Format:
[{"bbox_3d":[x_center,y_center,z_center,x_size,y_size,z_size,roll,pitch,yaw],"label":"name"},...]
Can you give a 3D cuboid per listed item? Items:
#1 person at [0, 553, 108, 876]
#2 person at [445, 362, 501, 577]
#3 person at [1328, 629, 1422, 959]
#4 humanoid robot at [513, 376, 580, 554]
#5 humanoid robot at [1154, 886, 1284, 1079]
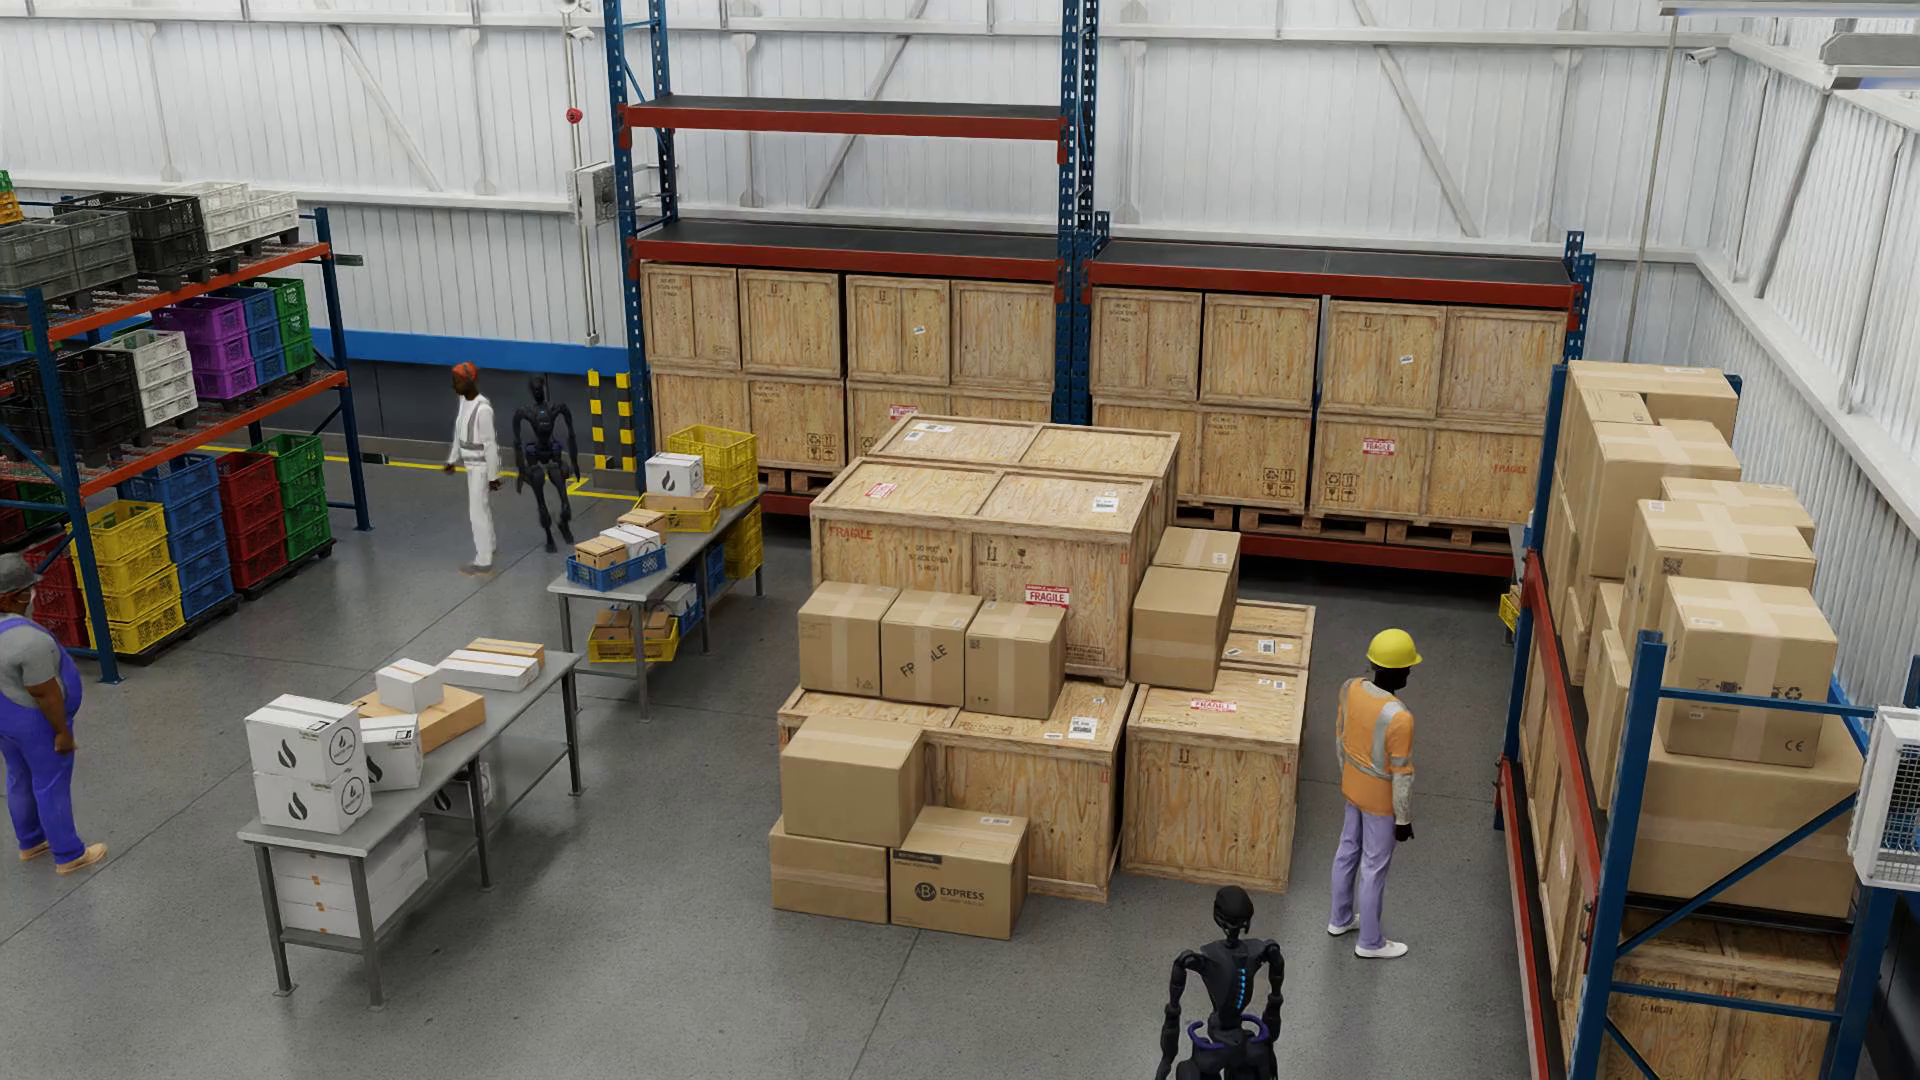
[{"bbox_3d":[-5.496,1.018,9.905,0.679,2.000,0.536,11,24,28],"label":"person"},{"bbox_3d":[-4.221,-0.634,14.460,0.462,1.868,0.575,-10,23,-25],"label":"person"},{"bbox_3d":[2.277,1.380,9.112,0.368,1.928,0.584,-8,22,-21],"label":"person"},{"bbox_3d":[-3.670,-0.659,14.808,0.576,1.639,0.452,-7,22,-18],"label":"humanoid robot"},{"bbox_3d":[1.132,2.240,7.212,0.570,1.651,0.335,-6,22,-15],"label":"humanoid robot"}]
